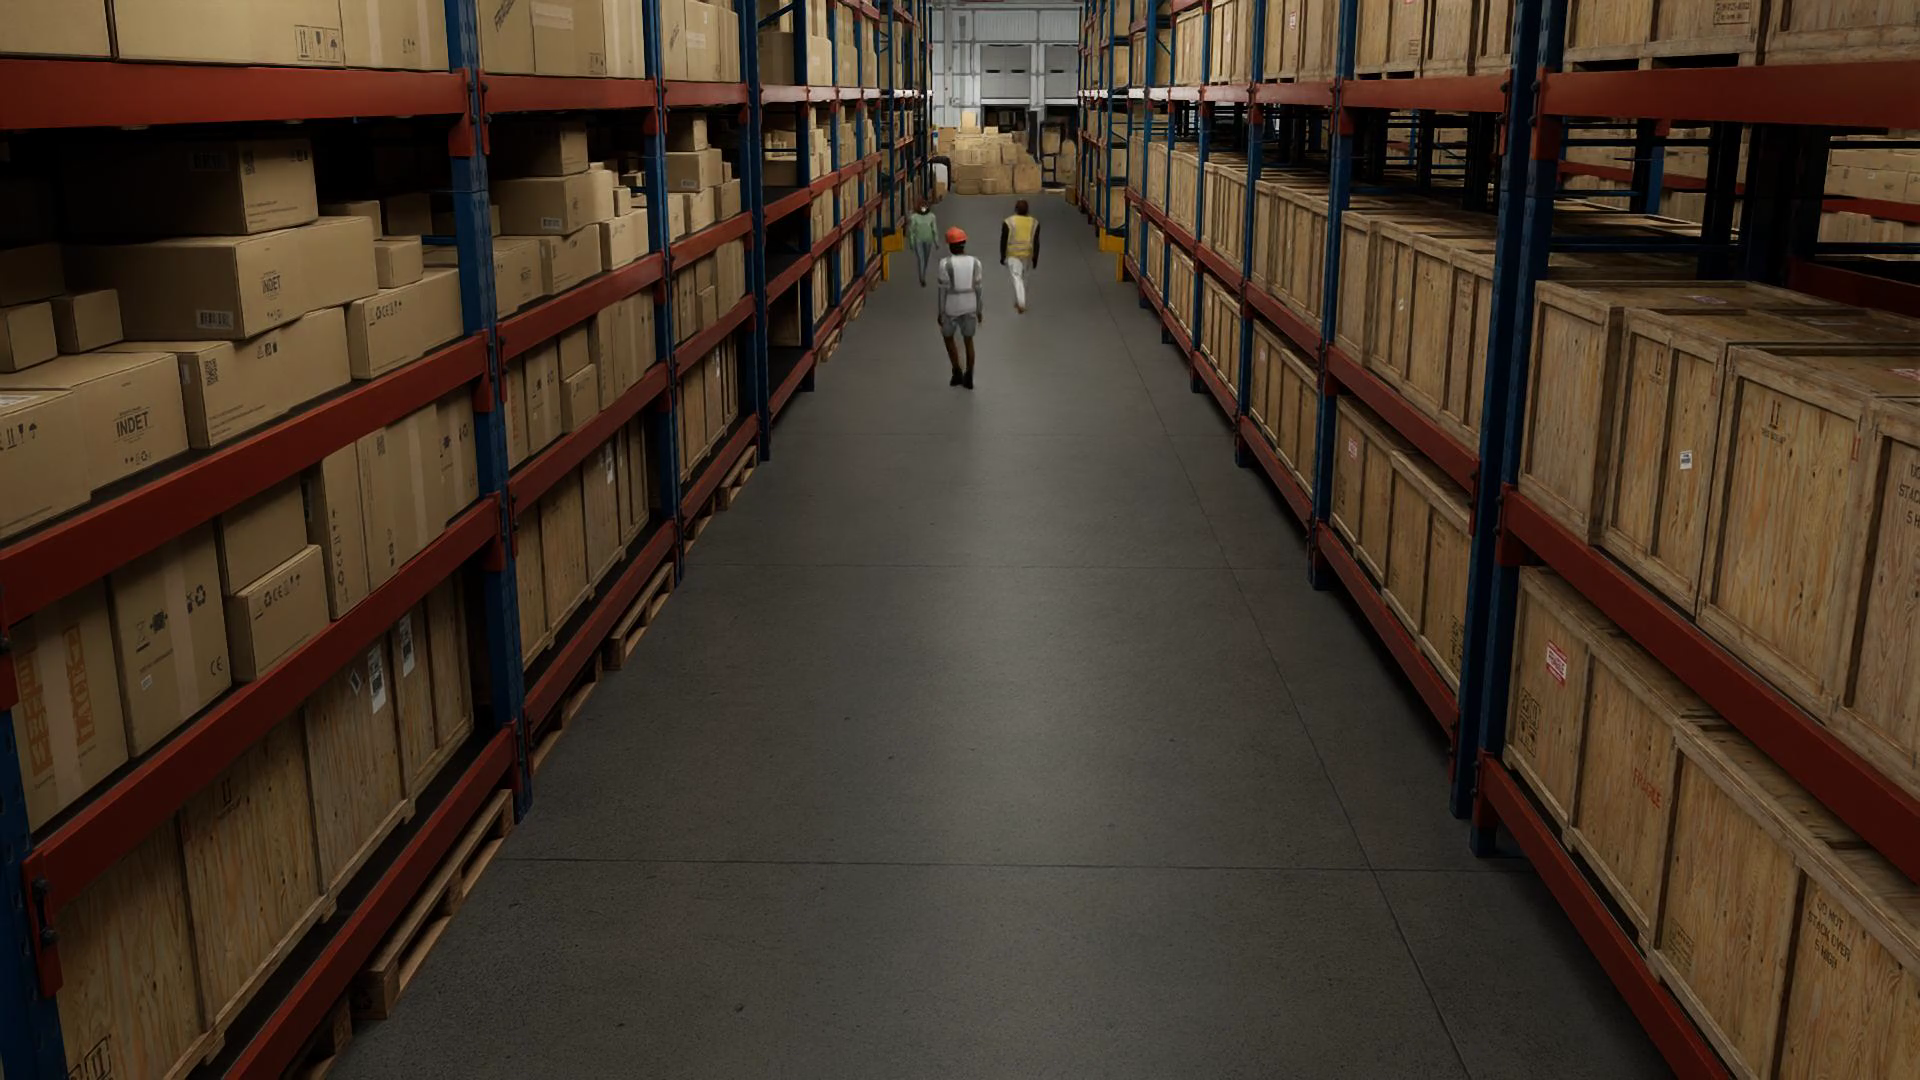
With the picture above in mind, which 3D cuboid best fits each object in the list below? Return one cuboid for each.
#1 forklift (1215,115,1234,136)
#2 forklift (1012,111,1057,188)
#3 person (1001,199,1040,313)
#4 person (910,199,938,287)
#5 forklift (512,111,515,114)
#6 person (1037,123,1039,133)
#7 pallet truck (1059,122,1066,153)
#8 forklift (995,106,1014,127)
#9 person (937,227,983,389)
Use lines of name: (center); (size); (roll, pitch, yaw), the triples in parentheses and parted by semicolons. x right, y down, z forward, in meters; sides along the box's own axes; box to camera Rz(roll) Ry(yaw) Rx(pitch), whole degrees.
forklift: (7.931, -11.373, 50.108); (1.129, 2.768, 1.873); (0, 15, 2)
forklift: (2.682, -14.545, 61.908); (1.873, 2.768, 1.129); (0, 15, 2)
person: (0.993, -4.607, 26.982); (0.616, 1.810, 0.900); (-4, 16, -16)
person: (-0.680, -5.491, 30.690); (0.504, 1.603, 0.826); (-4, 15, -14)
forklift: (-18.284, -16.624, 69.644); (1.129, 2.768, 1.873); (0, 15, 1)
person: (4.068, -20.944, 87.525); (0.586, 1.928, 0.369); (5, 16, 19)
pallet truck: (5.788, -21.111, 88.014); (1.885, 1.965, 0.823); (5, 16, 18)
forklift: (2.219, -20.332, 83.441); (1.129, 2.768, 1.873); (-7, 17, -25)
person: (-0.014, -2.774, 19.923); (0.606, 1.921, 0.441); (-7, 16, -24)
